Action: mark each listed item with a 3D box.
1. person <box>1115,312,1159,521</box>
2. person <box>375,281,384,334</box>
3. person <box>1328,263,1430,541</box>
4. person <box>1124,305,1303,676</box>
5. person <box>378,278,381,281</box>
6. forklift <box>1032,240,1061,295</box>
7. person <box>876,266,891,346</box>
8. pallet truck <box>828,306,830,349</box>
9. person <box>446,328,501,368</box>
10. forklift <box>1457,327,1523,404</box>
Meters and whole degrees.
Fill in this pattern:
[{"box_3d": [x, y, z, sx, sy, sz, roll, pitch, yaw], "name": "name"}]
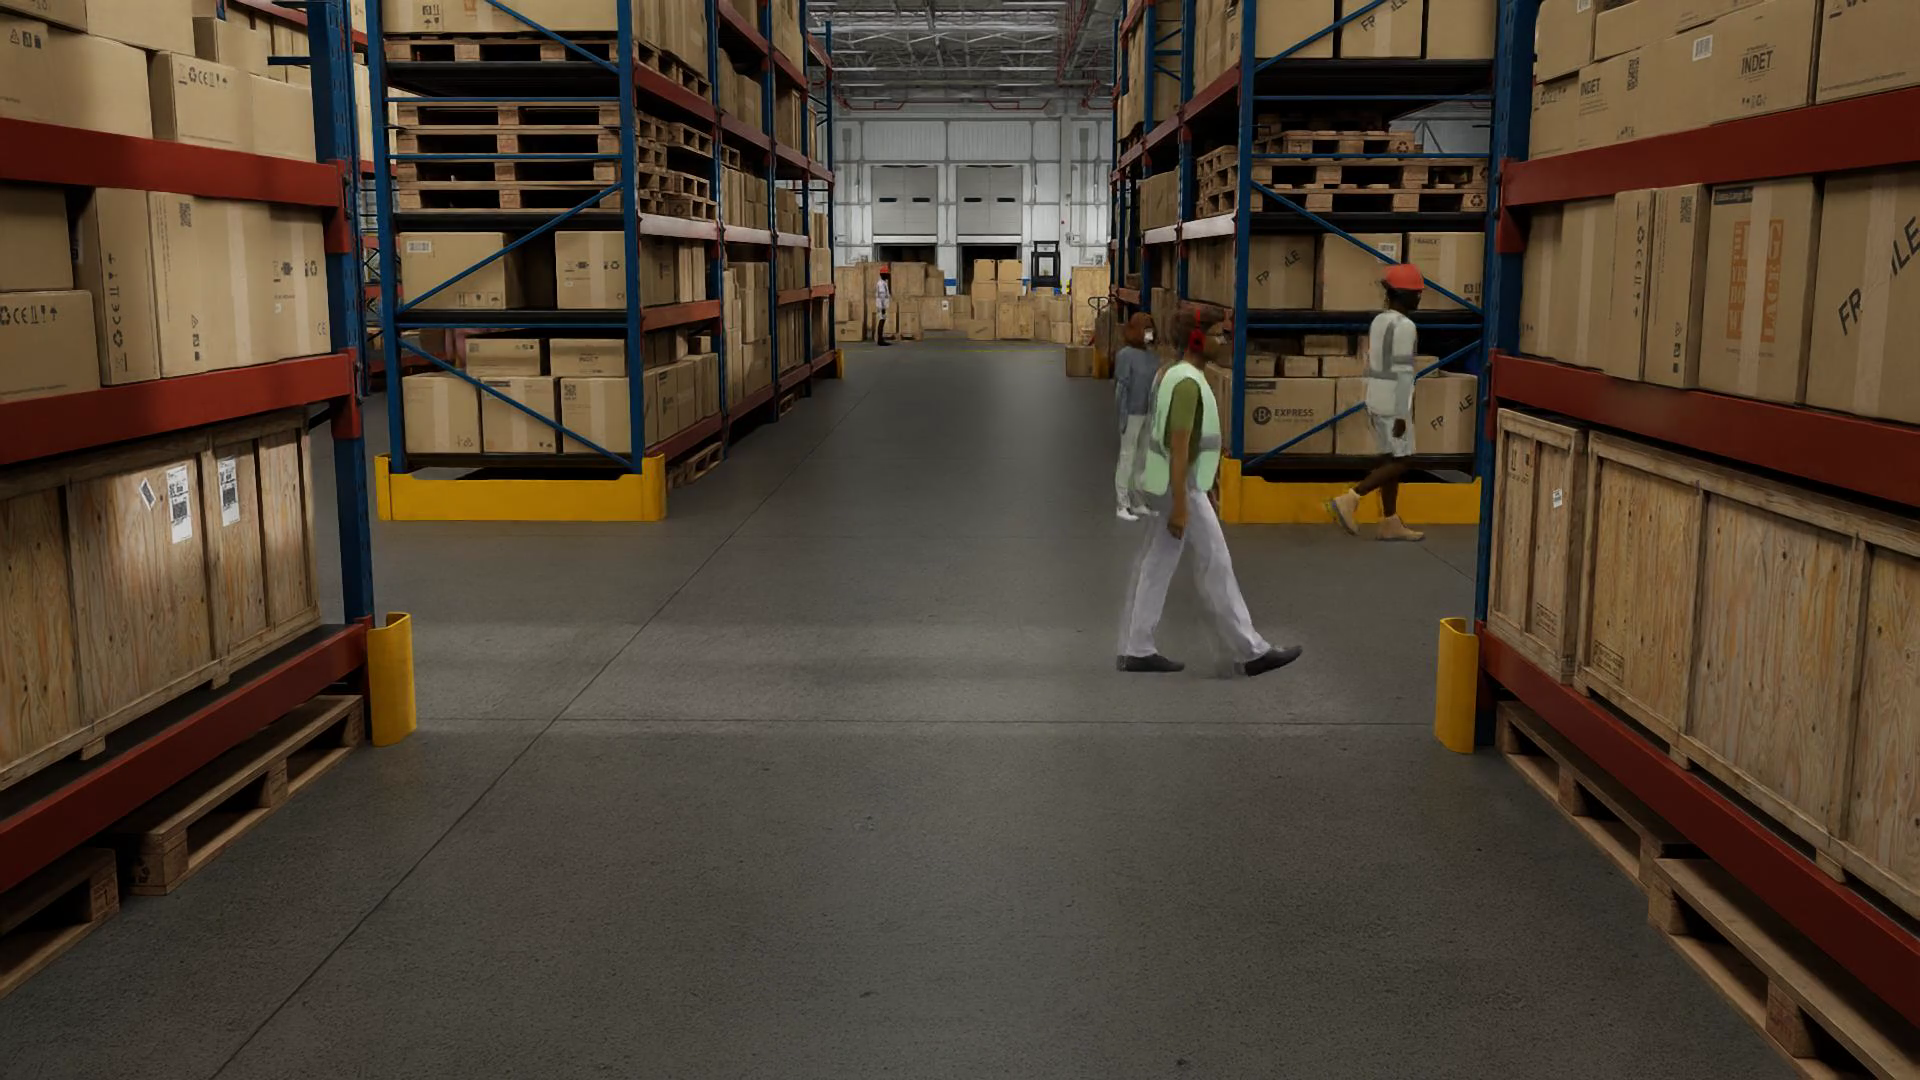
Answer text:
[{"box_3d": [1.410, -0.973, 13.116, 0.279, 1.633, 0.506, 8, 13, 41], "name": "person"}, {"box_3d": [-10.785, -4.057, 31.449, 0.517, 1.679, 0.551, -7, 12, -37], "name": "person"}, {"box_3d": [3.026, -0.965, 11.922, 0.661, 2.026, 0.608, -1, 10, -7], "name": "person"}, {"box_3d": [1.233, -0.223, 8.088, 0.907, 1.804, 0.594, 1, 9, 4], "name": "person"}, {"box_3d": [-21.881, -9.420, 63.355, 0.606, 1.754, 0.354, -9, 13, -42], "name": "person"}, {"box_3d": [3.172, -9.648, 61.356, 1.129, 2.768, 1.873, 0, 9, 1], "name": "forklift"}, {"box_3d": [-1.854, -5.697, 40.504, 0.378, 1.938, 0.547, -1, 9, -4], "name": "person"}, {"box_3d": [-3.100, -3.940, 29.800, 1.885, 1.965, 0.823, 3, 10, 19], "name": "pallet truck"}, {"box_3d": [-5.920, -2.271, 20.223, 0.647, 1.863, 0.980, 1, 10, 8], "name": "person"}, {"box_3d": [7.026, -3.339, 23.565, 1.873, 2.768, 1.129, -3, 10, -15], "name": "forklift"}]
